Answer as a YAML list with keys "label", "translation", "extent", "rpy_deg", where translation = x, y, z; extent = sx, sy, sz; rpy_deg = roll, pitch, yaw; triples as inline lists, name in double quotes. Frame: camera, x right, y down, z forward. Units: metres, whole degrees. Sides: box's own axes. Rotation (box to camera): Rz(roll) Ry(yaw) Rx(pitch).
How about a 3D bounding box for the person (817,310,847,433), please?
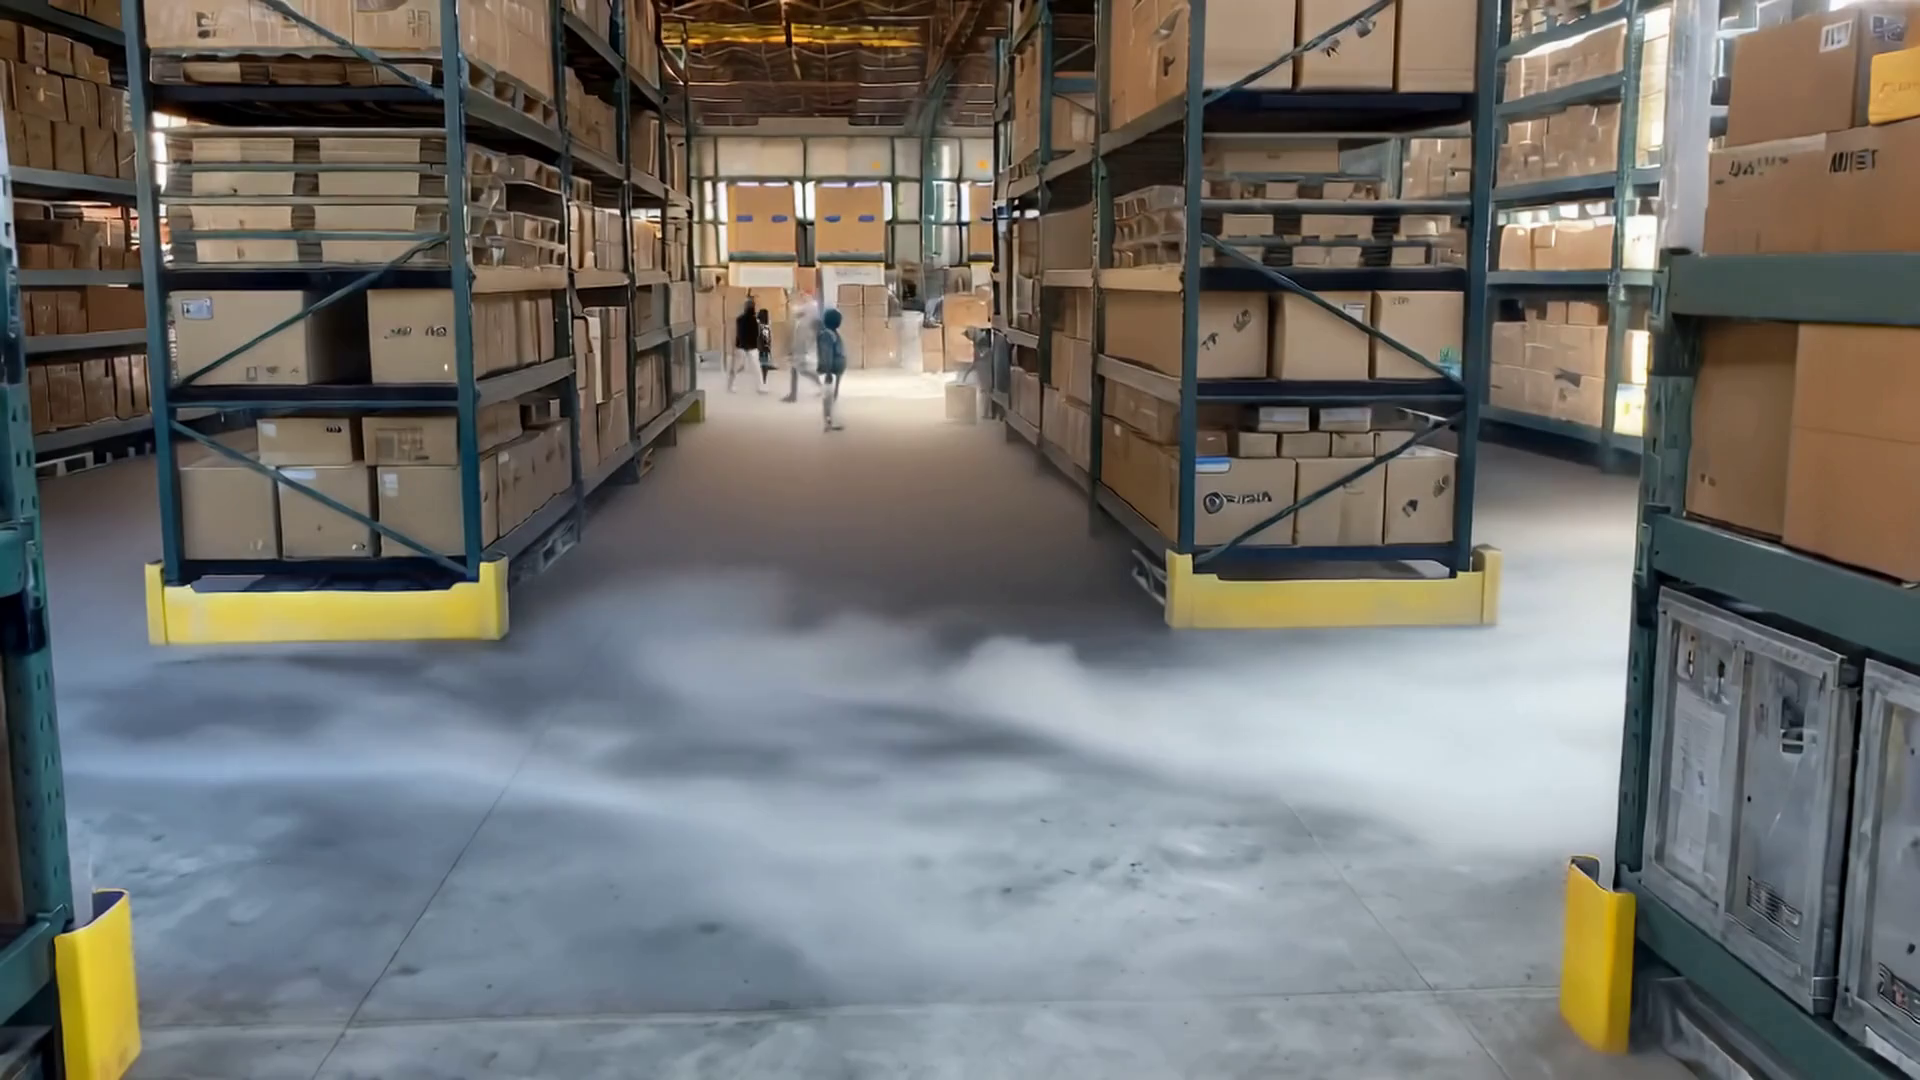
- label: "person"
  translation: [-1.915, -2.525, 24.939]
  extent: [0.429, 1.845, 0.621]
  rpy_deg: [1, 9, 8]

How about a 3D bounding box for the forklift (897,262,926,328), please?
- label: "forklift"
  translation: [-1.780, -8.547, 59.499]
  extent: [1.129, 2.768, 1.873]
  rpy_deg: [-1, 9, -4]

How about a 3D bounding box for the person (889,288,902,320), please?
- label: "person"
  translation: [-2.301, -7.827, 57.980]
  extent: [0.635, 1.929, 0.385]
  rpy_deg: [4, 10, 21]

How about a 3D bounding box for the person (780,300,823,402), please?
- label: "person"
  translation: [-2.872, -3.507, 30.932]
  extent: [0.919, 1.913, 0.538]
  rpy_deg: [-3, 9, -15]

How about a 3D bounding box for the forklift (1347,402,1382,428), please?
- label: "forklift"
  translation: [4.653, -2.508, 21.581]
  extent: [1.129, 2.768, 1.873]
  rpy_deg: [8, 12, 40]

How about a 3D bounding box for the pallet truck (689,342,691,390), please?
- label: "pallet truck"
  translation: [-5.225, -3.008, 27.480]
  extent: [1.885, 1.965, 0.823]
  rpy_deg: [2, 9, 14]

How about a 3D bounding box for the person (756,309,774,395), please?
- label: "person"
  translation: [-3.872, -3.704, 32.784]
  extent: [0.317, 1.697, 0.540]
  rpy_deg: [-5, 11, -31]

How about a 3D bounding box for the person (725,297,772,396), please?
- label: "person"
  translation: [-4.188, -3.790, 32.576]
  extent: [1.031, 1.952, 0.599]
  rpy_deg: [6, 11, 35]

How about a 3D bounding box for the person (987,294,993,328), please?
- label: "person"
  translation: [0.948, -5.537, 43.546]
  extent: [0.629, 1.940, 0.372]
  rpy_deg: [0, 9, 1]
